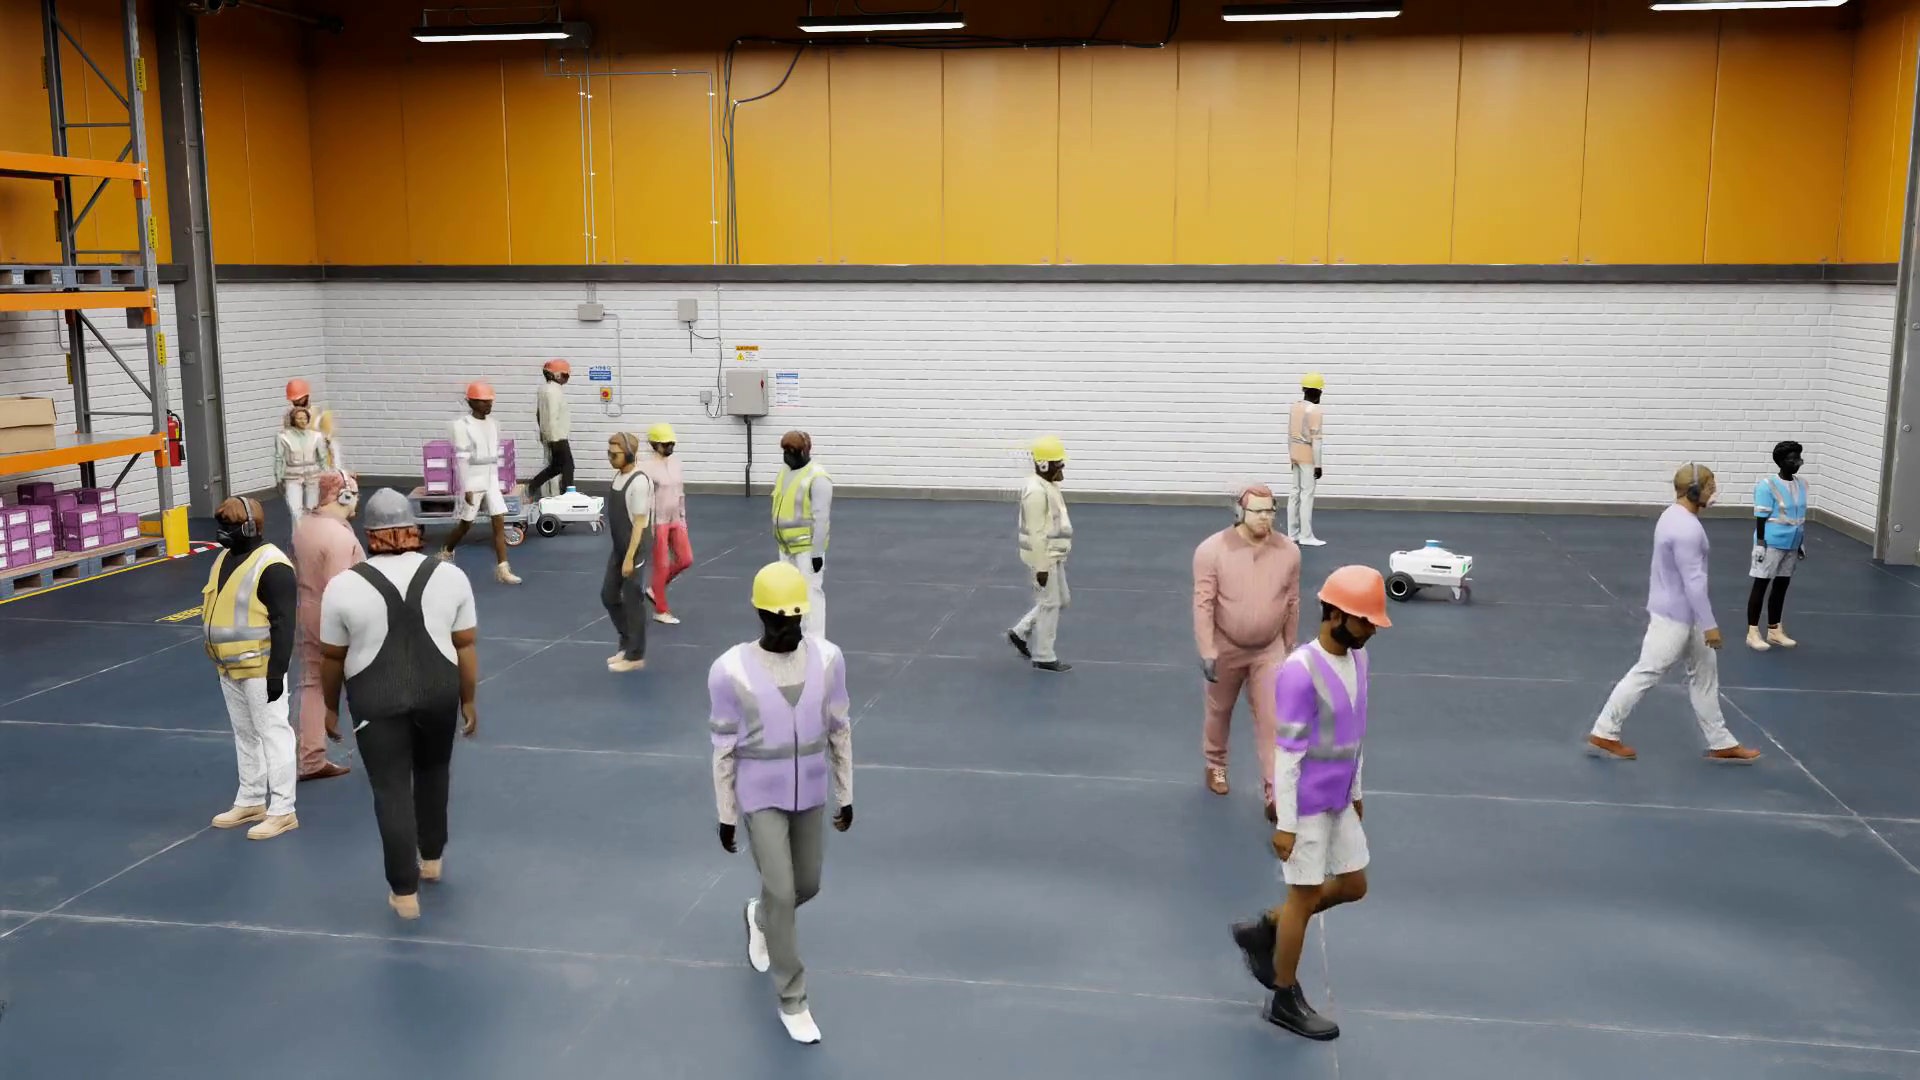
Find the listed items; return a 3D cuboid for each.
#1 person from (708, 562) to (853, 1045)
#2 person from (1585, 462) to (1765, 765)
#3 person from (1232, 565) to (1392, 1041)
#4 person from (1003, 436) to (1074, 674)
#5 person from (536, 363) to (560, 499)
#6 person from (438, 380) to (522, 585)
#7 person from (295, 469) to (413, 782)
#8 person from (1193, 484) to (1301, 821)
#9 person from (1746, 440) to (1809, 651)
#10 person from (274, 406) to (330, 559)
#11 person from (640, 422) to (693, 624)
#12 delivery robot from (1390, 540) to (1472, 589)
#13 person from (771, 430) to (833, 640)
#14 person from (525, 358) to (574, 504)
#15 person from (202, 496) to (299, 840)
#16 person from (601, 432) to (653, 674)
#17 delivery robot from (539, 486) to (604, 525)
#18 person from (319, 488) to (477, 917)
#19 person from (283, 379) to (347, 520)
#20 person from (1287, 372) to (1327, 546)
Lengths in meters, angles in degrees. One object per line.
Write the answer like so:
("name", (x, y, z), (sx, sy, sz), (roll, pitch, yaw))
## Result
("person", (-0.744, 1.004, 6.785), (0.596, 1.900, 0.817), (-5, 11, -30))
("person", (4.402, 0.462, 10.219), (1.038, 1.891, 0.637), (4, 10, 22))
("person", (1.411, 1.023, 6.645), (0.591, 1.902, 0.636), (8, 12, 40))
("person", (0.612, 0.113, 12.555), (0.470, 1.812, 0.609), (2, 9, 11))
("person", (-5.316, -1.384, 21.698), (0.312, 1.865, 0.535), (-9, 13, -43))
("person", (-4.741, -0.572, 16.259), (1.011, 2.012, 0.604), (6, 11, 32))
("person", (-3.627, 0.504, 9.990), (0.838, 1.868, 0.637), (-8, 12, -42))
("person", (1.615, 0.607, 9.374), (0.639, 1.858, 1.003), (-1, 9, -4))
("person", (6.594, 0.039, 13.390), (0.536, 1.696, 0.322), (-4, 10, -23))
("person", (-6.919, -0.598, 17.547), (0.540, 1.620, 0.471), (-7, 11, -37))
("person", (-2.562, -0.147, 14.370), (0.416, 1.753, 0.548), (5, 10, 28))
("delivery robot", (4.352, 0.243, 15.366), (0.707, 0.478, 0.477), (4, 10, 26))
("person", (-1.231, 0.052, 12.897), (0.430, 1.833, 0.637), (-7, 12, -39))
("person", (-5.127, -1.312, 20.927), (0.825, 1.970, 0.631), (-2, 9, -11))
("person", (-3.828, 0.680, 8.963), (0.620, 1.845, 0.430), (7, 12, 37))
("person", (-2.519, 0.094, 12.594), (0.374, 1.839, 0.530), (-6, 11, -33))
("delivery robot", (-4.485, -0.377, 19.214), (0.707, 0.478, 0.477), (-1, 9, -4))
("person", (-2.726, 0.728, 8.054), (0.703, 2.000, 0.867), (-5, 10, -26))
("person", (-6.976, -0.803, 17.988), (0.601, 1.899, 0.628), (1, 9, 9))
("person", (3.866, -0.901, 18.512), (0.388, 1.926, 0.590), (-3, 10, -19))
